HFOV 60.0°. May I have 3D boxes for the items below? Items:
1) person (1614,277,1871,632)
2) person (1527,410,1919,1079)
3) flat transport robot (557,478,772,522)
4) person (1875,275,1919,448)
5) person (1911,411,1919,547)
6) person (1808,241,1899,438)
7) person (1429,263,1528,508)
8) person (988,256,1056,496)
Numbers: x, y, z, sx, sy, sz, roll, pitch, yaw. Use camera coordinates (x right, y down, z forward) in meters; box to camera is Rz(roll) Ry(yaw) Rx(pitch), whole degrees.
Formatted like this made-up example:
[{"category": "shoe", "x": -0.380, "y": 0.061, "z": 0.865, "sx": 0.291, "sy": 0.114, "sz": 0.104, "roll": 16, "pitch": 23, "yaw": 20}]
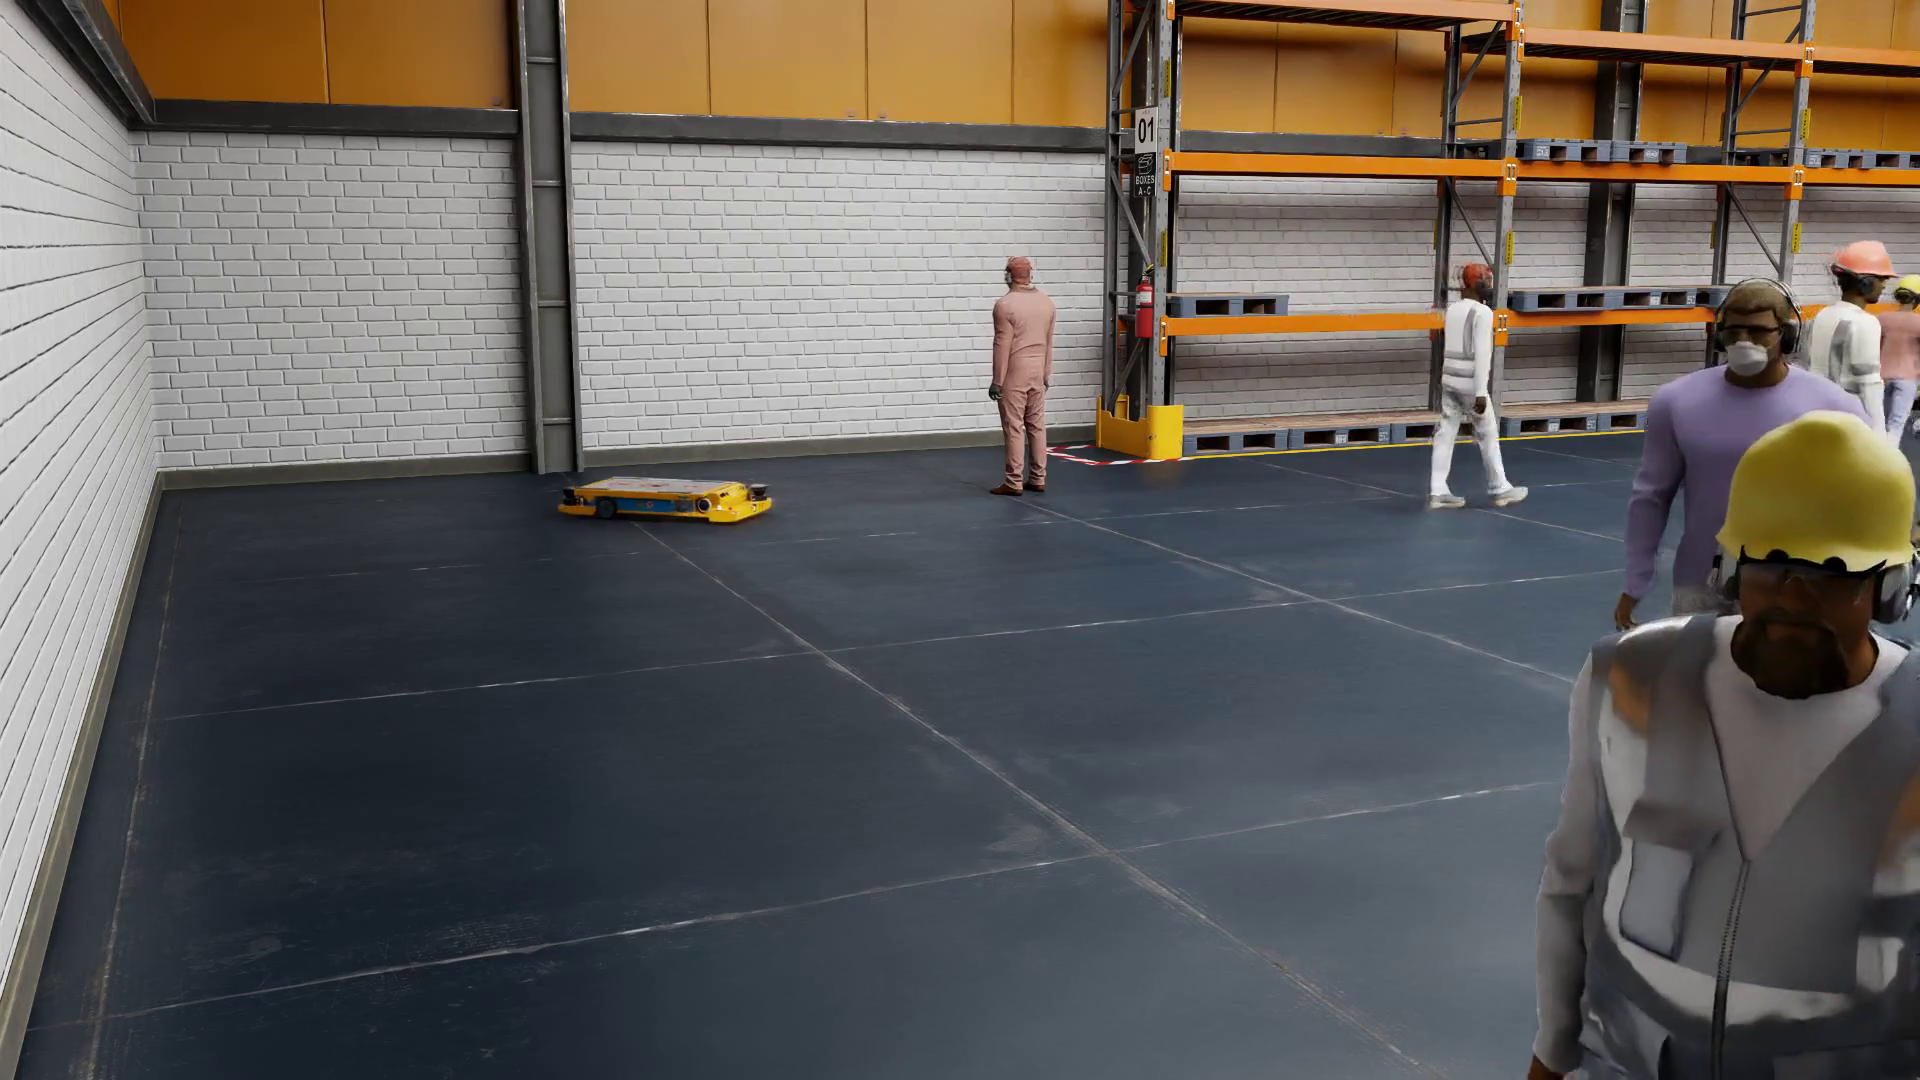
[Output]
[{"category": "person", "x": 2.310, "y": 0.177, "z": 5.030, "sx": 0.829, "sy": 1.906, "sz": 0.644, "roll": -10, "pitch": 14, "yaw": -44}, {"category": "person", "x": 1.051, "y": 0.731, "z": 2.200, "sx": 0.626, "sy": 1.816, "sz": 0.423, "roll": 8, "pitch": 13, "yaw": 37}, {"category": "flat transport robot", "x": -2.183, "y": -0.310, "z": 12.318, "sx": 1.431, "sy": 0.197, "sz": 0.652, "roll": 3, "pitch": 11, "yaw": 16}, {"category": "person", "x": 7.939, "y": -1.343, "z": 13.984, "sx": 0.805, "sy": 1.733, "sz": 0.560, "roll": -8, "pitch": 13, "yaw": -37}, {"category": "person", "x": 6.516, "y": -0.728, "z": 10.763, "sx": 0.589, "sy": 1.652, "sz": 0.603, "roll": -4, "pitch": 11, "yaw": -22}, {"category": "person", "x": 4.814, "y": -0.612, "z": 9.106, "sx": 0.631, "sy": 2.029, "sz": 0.634, "roll": 1, "pitch": 10, "yaw": 6}, {"category": "person", "x": 3.975, "y": -1.165, "z": 12.664, "sx": 0.869, "sy": 1.850, "sz": 0.606, "roll": -3, "pitch": 11, "yaw": -19}, {"category": "person", "x": 0.466, "y": -1.307, "z": 13.319, "sx": 0.651, "sy": 1.904, "sz": 0.403, "roll": -10, "pitch": 14, "yaw": -44}]
